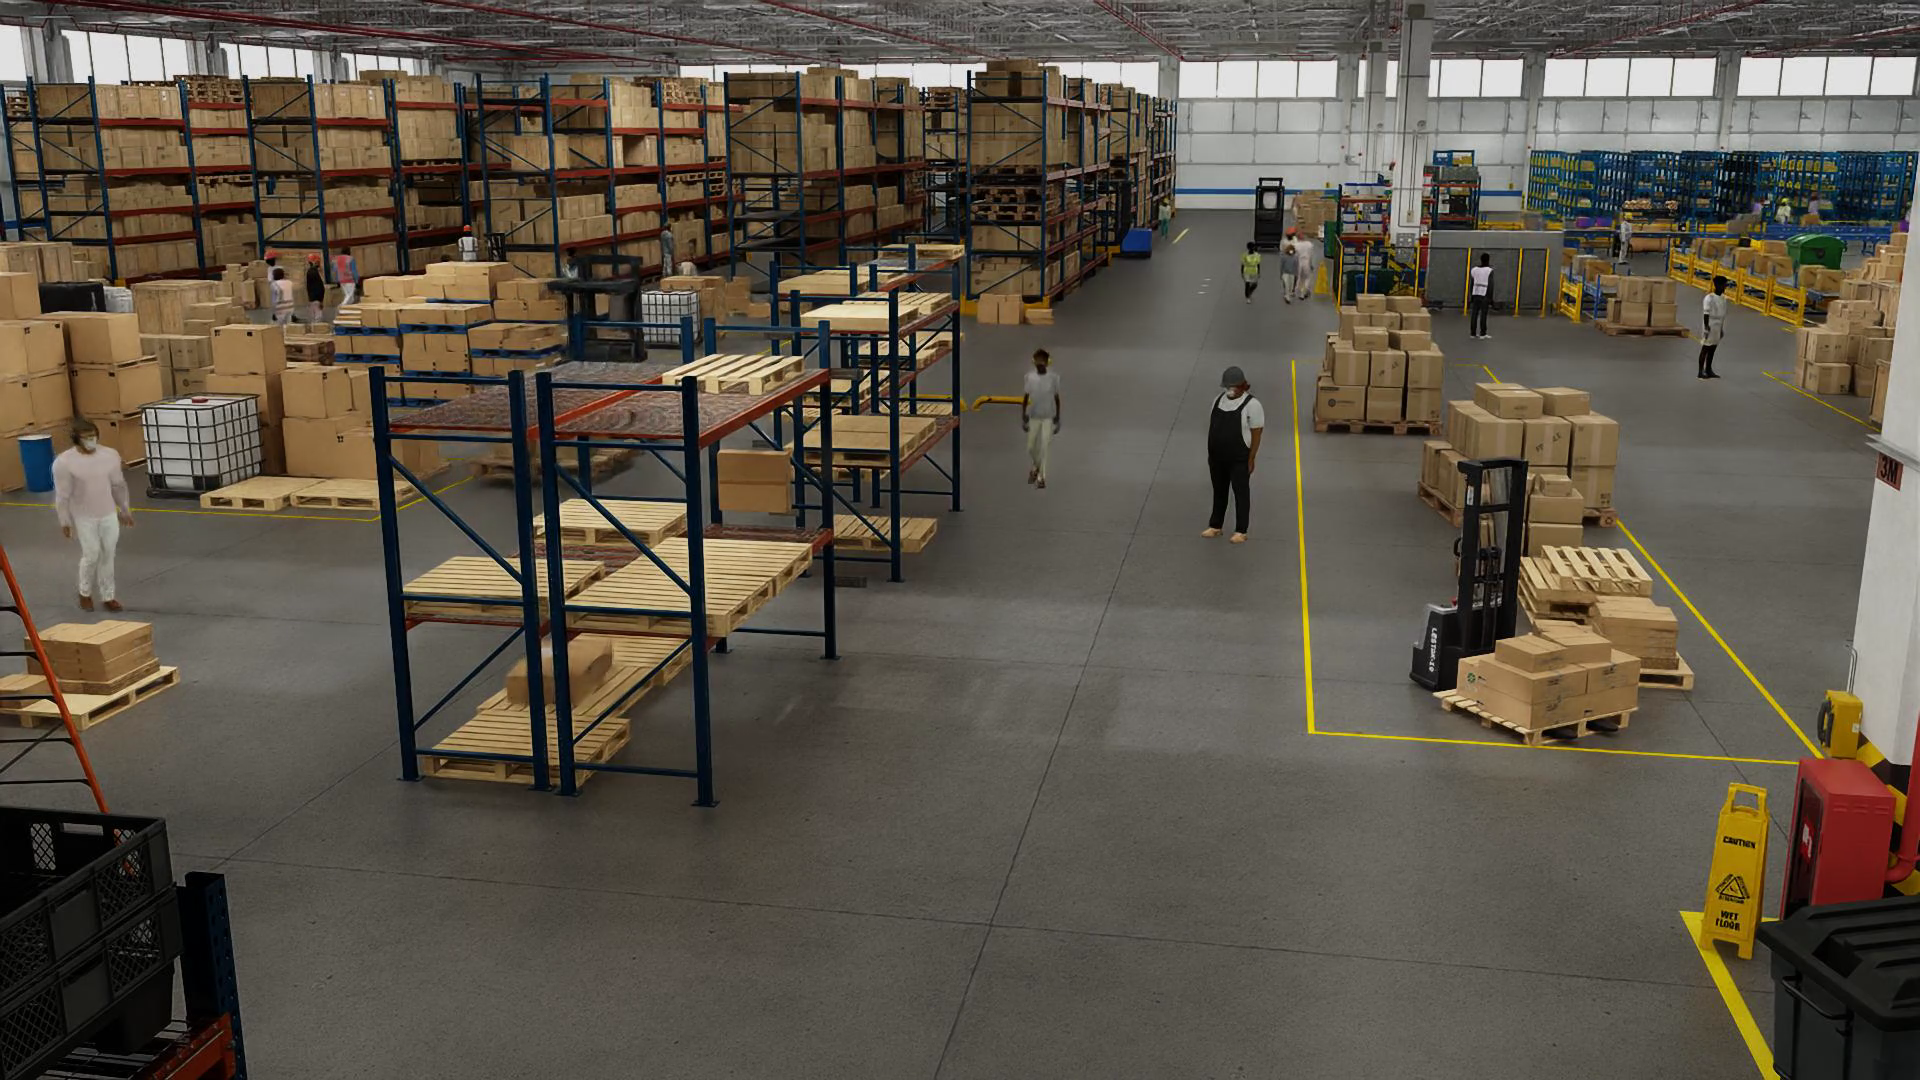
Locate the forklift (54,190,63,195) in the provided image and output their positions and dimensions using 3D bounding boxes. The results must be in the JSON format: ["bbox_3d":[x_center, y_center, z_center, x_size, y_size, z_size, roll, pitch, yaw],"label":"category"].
[{"bbox_3d":[-27.194,-9.351,51.168,1.129,2.768,1.873,3,14,10],"label":"forklift"}]

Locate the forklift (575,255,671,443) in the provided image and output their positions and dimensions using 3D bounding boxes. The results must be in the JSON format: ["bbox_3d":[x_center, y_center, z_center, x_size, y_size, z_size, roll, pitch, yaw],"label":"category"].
[{"bbox_3d":[-5.110,-2.802,24.581,1.129,2.768,1.873,3,14,10],"label":"forklift"}]

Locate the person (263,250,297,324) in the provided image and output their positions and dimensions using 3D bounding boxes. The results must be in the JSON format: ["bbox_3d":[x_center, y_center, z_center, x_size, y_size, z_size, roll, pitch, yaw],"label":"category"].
[{"bbox_3d":[-15.790,-5.763,38.578,0.627,1.925,0.549,-12,18,-39],"label":"person"}]

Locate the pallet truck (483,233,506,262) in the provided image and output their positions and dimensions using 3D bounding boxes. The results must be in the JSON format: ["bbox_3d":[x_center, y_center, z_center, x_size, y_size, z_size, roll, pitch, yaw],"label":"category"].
[{"bbox_3d":[-11.832,-7.026,43.548,1.885,1.965,0.823,8,16,28],"label":"pallet truck"}]

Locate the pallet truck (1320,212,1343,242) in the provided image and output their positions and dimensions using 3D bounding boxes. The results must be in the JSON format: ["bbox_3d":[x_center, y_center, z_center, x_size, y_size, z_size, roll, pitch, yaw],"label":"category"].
[{"bbox_3d":[15.874,-13.227,70.310,0.680,1.201,1.601,10,17,35],"label":"pallet truck"}]

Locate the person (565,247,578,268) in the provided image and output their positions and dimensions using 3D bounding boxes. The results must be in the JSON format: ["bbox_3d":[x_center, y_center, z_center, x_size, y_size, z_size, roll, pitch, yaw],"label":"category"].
[{"bbox_3d":[-10.047,-6.783,43.235,0.541,1.677,0.349,8,16,30],"label":"person"}]

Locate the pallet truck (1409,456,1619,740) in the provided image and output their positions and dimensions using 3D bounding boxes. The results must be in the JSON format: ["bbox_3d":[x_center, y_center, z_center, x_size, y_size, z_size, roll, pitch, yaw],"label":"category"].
[{"bbox_3d":[4.504,0.400,13.395,0.823,1.965,1.885,-6,15,-23],"label":"pallet truck"}]

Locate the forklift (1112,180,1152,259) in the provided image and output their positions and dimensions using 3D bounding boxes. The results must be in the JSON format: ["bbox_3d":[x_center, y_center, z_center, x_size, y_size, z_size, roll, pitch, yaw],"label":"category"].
[{"bbox_3d":[6.082,-11.722,60.796,1.873,2.768,1.129,2,14,9],"label":"forklift"}]

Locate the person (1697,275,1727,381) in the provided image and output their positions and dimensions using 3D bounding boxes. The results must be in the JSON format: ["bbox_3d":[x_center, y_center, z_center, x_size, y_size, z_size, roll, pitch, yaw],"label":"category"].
[{"bbox_3d":[14.191,-3.998,31.314,0.603,1.966,0.372,-10,17,-34],"label":"person"}]

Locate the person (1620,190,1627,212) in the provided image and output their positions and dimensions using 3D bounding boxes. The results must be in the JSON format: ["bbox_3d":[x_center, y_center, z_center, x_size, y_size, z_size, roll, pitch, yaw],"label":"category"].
[{"bbox_3d":[35.788,-18.237,89.565,0.324,1.752,0.560,-11,17,-37],"label":"person"}]

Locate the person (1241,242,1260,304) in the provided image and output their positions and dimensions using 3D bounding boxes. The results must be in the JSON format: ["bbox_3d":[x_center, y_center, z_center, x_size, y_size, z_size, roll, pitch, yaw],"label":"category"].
[{"bbox_3d":[7.862,-7.239,45.052,0.545,1.680,0.413,-2,14,-8],"label":"person"}]

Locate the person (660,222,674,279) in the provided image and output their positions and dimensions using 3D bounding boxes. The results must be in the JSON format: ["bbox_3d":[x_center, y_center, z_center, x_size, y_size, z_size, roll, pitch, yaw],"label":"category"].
[{"bbox_3d":[-8.757,-8.568,49.930,0.372,1.940,0.629,-10,17,-35],"label":"person"}]

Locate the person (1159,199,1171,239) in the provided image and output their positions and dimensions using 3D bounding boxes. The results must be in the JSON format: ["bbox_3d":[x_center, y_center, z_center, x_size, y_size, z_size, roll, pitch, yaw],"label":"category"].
[{"bbox_3d":[8.891,-13.912,72.081,0.517,1.727,0.904,1,14,5],"label":"person"}]

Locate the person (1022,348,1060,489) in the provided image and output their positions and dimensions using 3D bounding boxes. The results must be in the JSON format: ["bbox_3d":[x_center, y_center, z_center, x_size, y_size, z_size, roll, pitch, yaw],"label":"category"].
[{"bbox_3d":[1.067,-1.584,21.760,0.511,1.856,0.378,2,14,8],"label":"person"}]

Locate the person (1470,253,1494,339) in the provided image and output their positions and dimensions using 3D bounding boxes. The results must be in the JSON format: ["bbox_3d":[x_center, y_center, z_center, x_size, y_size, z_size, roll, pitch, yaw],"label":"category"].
[{"bbox_3d":[11.771,-5.506,37.540,0.393,1.920,0.591,-11,17,-37],"label":"person"}]

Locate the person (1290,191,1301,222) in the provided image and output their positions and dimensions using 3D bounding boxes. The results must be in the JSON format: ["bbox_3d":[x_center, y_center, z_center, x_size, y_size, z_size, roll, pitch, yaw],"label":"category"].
[{"bbox_3d":[17.189,-17.001,84.863,0.538,1.585,0.851,-12,18,-39],"label":"person"}]

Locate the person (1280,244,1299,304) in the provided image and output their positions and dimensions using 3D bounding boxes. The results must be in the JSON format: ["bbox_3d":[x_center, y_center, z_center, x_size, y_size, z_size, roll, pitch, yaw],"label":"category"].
[{"bbox_3d":[8.923,-7.225,45.142,0.505,1.610,0.648,-1,14,-5],"label":"person"}]

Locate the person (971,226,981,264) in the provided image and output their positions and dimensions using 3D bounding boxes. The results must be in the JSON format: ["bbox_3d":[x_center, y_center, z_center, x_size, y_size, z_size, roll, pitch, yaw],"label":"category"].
[{"bbox_3d":[0.548,-10.543,58.323,0.548,1.771,0.324,11,18,39],"label":"person"}]

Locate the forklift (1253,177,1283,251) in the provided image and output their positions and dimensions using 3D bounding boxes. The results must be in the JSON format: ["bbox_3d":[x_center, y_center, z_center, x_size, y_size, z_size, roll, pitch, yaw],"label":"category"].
[{"bbox_3d":[12.083,-12.747,64.956,1.129,2.768,1.873,3,14,10],"label":"forklift"}]

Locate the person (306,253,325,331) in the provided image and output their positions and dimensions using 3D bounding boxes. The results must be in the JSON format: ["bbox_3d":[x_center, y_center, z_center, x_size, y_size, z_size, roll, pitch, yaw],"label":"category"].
[{"bbox_3d":[-14.063,-5.263,36.389,0.375,1.997,0.612,-9,17,-33],"label":"person"}]

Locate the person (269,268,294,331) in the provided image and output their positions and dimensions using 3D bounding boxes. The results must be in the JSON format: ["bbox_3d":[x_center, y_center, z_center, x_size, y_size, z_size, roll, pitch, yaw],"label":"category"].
[{"bbox_3d":[-14.124,-4.747,34.643,0.463,1.825,0.660,5,15,20],"label":"person"}]

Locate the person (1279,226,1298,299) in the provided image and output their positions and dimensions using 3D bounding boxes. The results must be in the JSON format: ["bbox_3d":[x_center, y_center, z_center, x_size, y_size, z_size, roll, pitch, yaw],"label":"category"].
[{"bbox_3d":[9.245,-7.780,46.597,0.608,2.011,0.936,5,15,21],"label":"person"}]

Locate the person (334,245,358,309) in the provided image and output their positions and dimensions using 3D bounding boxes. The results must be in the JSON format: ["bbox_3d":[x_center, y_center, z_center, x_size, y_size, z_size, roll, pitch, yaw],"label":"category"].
[{"bbox_3d":[-15.424,-6.495,41.772,0.632,1.814,0.697,6,15,25],"label":"person"}]

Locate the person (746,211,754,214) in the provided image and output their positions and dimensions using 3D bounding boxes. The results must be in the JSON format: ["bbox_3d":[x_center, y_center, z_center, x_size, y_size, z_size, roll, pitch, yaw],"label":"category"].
[{"bbox_3d":[-9.145,-14.347,73.611,0.585,1.825,0.495,3,14,12],"label":"person"}]

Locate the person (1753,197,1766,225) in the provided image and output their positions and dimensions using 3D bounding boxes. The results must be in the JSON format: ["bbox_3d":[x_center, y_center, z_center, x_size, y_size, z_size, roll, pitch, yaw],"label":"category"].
[{"bbox_3d":[34.521,-13.897,71.881,0.944,1.780,0.564,3,14,14],"label":"person"}]

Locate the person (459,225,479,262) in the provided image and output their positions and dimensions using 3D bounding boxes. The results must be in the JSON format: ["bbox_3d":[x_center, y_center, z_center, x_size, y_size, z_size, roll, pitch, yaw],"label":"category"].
[{"bbox_3d":[-14.226,-8.147,48.221,0.543,1.939,0.360,-4,14,-15],"label":"person"}]

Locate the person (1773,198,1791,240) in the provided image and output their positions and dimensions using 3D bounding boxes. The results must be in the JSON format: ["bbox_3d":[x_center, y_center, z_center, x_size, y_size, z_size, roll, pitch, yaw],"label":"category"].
[{"bbox_3d":[35.223,-13.724,71.135,0.775,1.807,0.589,-4,14,-15],"label":"person"}]

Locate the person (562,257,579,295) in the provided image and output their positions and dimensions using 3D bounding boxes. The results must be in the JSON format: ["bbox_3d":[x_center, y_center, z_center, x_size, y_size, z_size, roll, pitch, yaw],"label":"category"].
[{"bbox_3d":[-9.350,-6.020,40.216,0.524,1.631,0.319,-1,14,-2],"label":"person"}]

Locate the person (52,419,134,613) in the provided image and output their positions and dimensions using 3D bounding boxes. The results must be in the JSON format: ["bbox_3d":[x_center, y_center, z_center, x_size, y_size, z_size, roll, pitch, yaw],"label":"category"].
[{"bbox_3d":[-8.345,-0.218,16.070,0.426,1.926,0.644,9,16,33],"label":"person"}]

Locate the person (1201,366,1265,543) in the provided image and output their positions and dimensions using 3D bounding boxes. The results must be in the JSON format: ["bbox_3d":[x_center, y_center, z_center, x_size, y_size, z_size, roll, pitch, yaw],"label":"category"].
[{"bbox_3d":[3.067,-0.983,18.923,0.674,2.000,0.536,13,19,43],"label":"person"}]

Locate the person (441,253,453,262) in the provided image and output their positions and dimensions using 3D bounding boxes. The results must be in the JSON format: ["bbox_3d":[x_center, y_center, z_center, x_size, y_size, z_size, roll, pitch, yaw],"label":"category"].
[{"bbox_3d":[-11.437,-5.430,37.188,0.364,1.939,0.636,-2,14,-10],"label":"person"}]

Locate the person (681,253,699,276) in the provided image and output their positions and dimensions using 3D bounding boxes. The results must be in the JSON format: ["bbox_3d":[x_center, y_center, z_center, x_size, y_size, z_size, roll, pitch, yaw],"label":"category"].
[{"bbox_3d":[-6.784,-6.389,41.749,0.609,1.617,0.324,8,16,30],"label":"person"}]

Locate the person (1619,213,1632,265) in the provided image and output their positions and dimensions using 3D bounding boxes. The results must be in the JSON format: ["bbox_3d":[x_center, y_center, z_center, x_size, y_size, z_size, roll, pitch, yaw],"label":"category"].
[{"bbox_3d":[23.232,-10.507,58.057,0.403,1.817,0.602,9,16,33],"label":"person"}]

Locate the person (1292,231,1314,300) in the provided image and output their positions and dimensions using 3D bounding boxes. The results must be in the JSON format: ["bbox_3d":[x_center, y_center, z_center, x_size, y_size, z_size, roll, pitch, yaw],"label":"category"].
[{"bbox_3d":[9.478,-7.634,46.253,0.667,1.878,0.560,-2,14,-8],"label":"person"}]

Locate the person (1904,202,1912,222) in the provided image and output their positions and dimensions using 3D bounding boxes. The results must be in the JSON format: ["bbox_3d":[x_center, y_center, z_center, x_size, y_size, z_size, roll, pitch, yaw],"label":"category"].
[{"bbox_3d":[39.237,-13.106,68.745,0.782,1.740,0.521,5,15,20],"label":"person"}]

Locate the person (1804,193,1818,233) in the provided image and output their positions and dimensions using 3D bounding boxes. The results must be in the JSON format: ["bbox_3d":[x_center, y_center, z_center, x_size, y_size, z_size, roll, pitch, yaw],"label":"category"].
[{"bbox_3d":[37.001,-14.066,72.166,1.034,1.993,0.629,12,18,39],"label":"person"}]
